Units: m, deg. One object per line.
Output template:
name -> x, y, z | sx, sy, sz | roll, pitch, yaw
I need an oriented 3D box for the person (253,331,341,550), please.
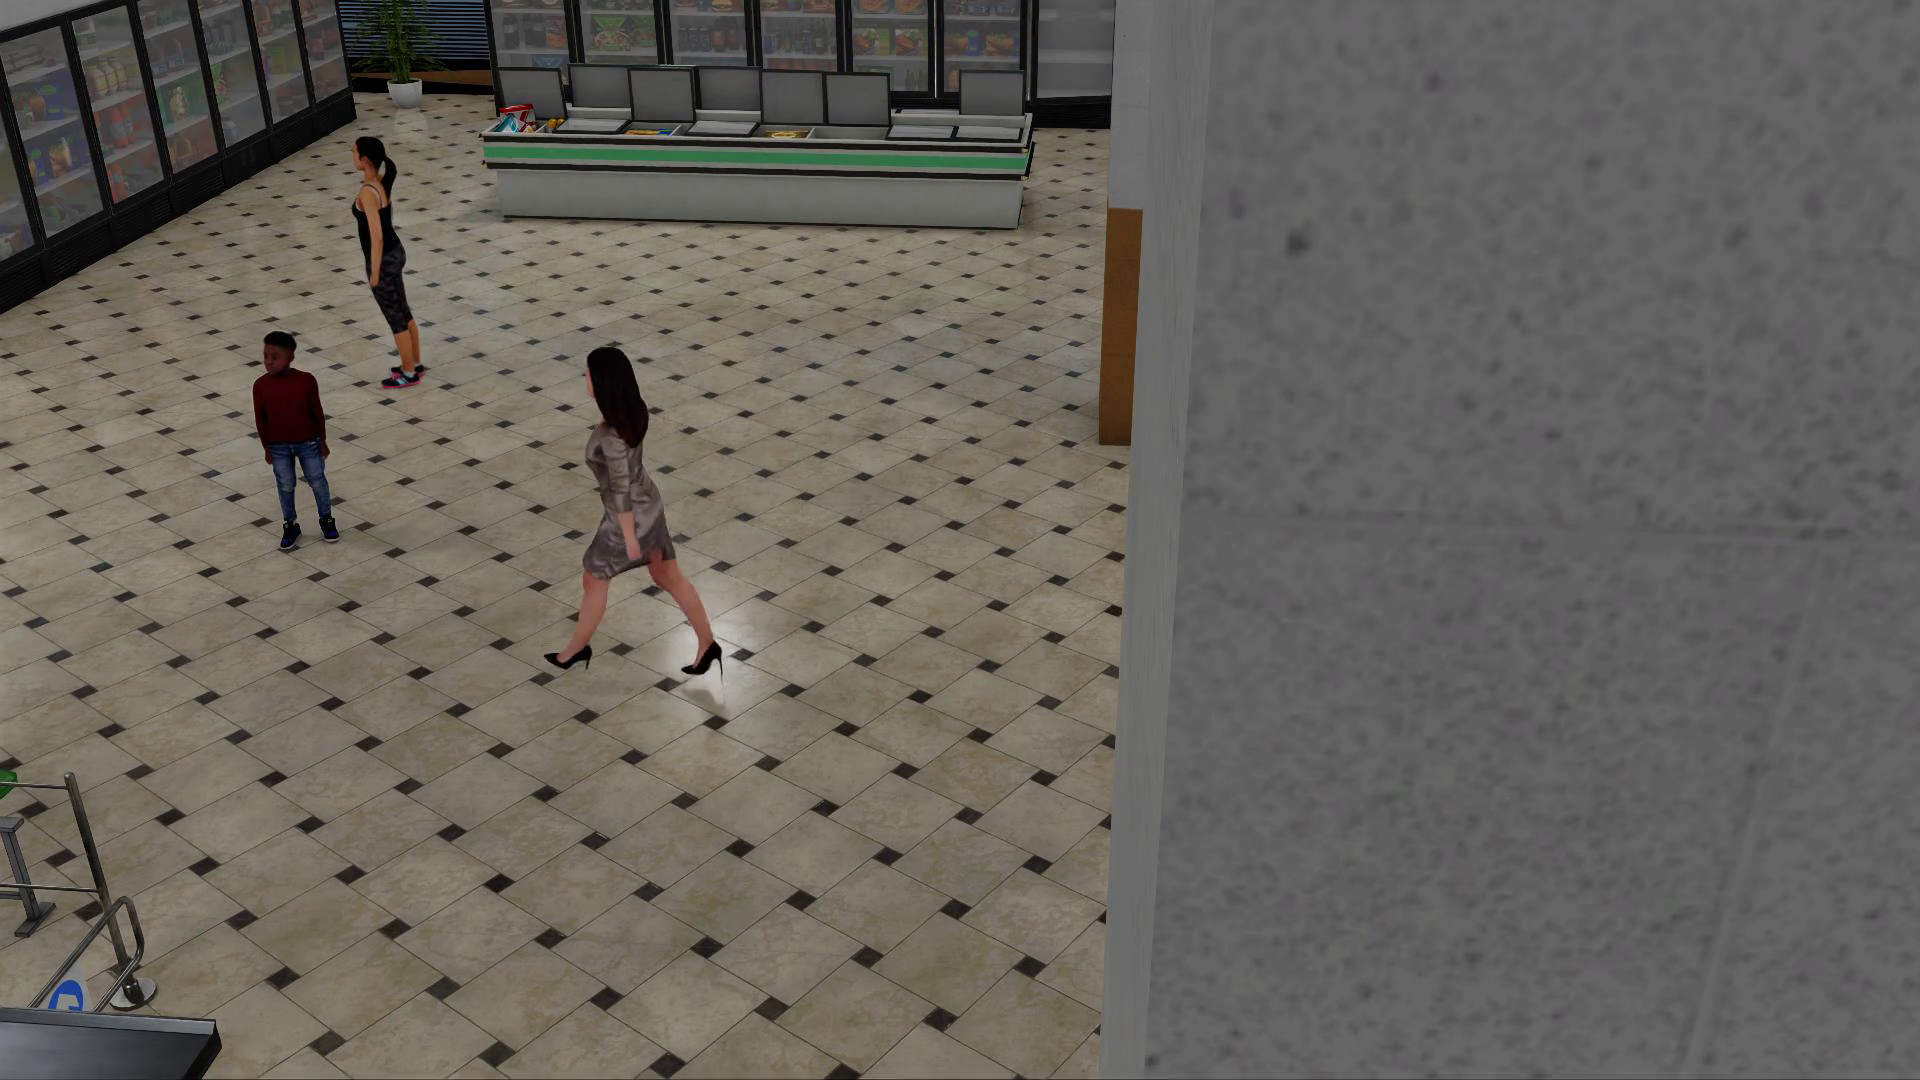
person -> -3.728, -0.574, 9.305 | 0.519, 1.253, 0.628 | -8, 28, -15

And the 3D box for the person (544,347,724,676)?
person -> -1.453, -0.058, 7.805 | 1.130, 1.692, 0.679 | 5, 27, 10

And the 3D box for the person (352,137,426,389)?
person -> -3.924, -1.901, 11.397 | 0.556, 1.730, 0.584 | 0, 27, 0
